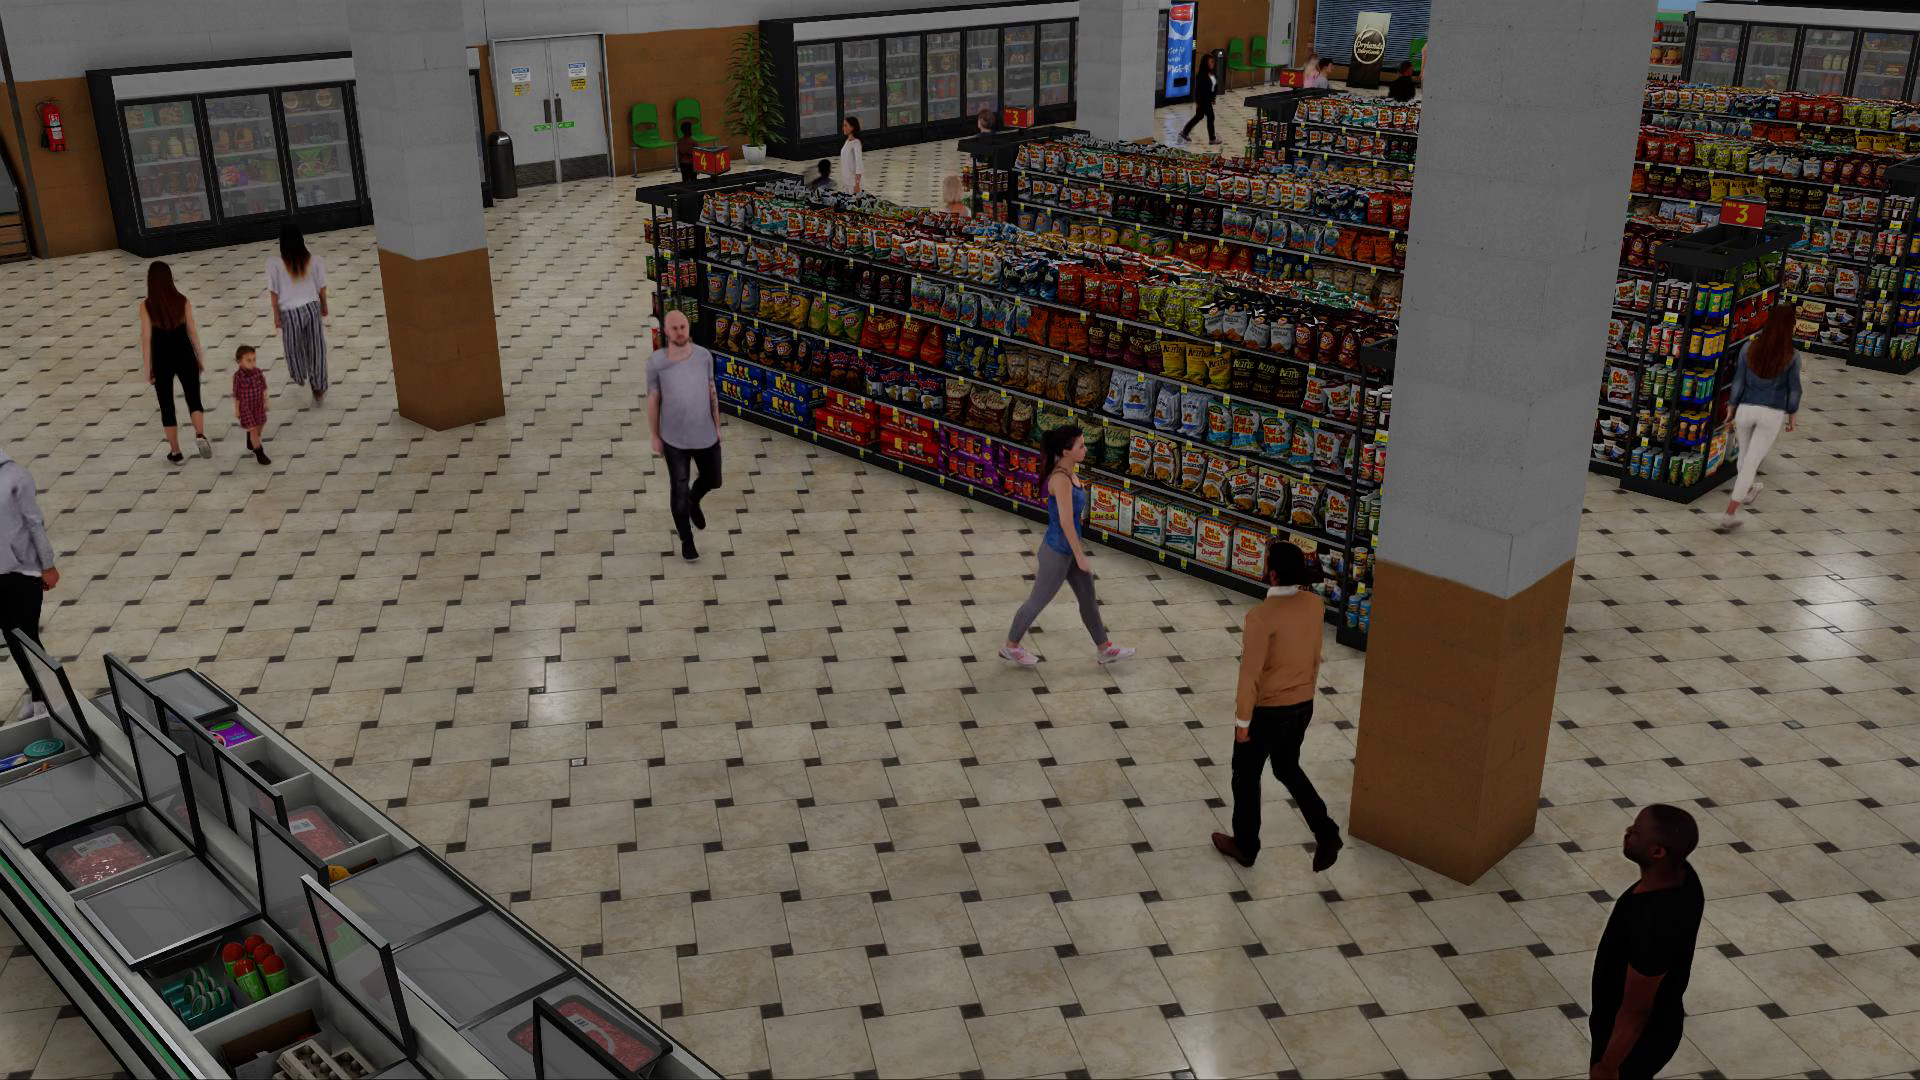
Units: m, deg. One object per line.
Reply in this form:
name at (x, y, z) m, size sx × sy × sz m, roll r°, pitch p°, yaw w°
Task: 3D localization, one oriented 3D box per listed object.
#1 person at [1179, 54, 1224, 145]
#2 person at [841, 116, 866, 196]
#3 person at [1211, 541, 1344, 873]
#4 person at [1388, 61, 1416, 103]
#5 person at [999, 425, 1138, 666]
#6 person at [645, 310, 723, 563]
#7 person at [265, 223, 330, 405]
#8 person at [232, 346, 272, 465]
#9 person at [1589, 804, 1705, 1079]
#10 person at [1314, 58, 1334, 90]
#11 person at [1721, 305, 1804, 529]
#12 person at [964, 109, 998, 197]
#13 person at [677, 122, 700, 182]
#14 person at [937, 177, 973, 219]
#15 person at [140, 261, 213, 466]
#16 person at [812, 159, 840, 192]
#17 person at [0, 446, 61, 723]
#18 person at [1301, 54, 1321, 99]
person at (4.382, -8.029, 30.372) m, size 1.181 × 1.586 × 0.930 m, roll 8°, pitch 23°, yaw 19°
person at (-1.421, -4.787, 22.168) m, size 0.727 × 1.688 × 0.585 m, roll -10°, pitch 24°, yaw -23°
person at (1.584, 0.859, 8.053) m, size 0.746 × 1.735 × 0.991 m, roll -16°, pitch 27°, yaw -34°
person at (6.943, -6.620, 26.492) m, size 1.137 × 1.866 × 1.274 m, roll -7°, pitch 23°, yaw -17°
person at (0.546, 0.083, 10.206) m, size 1.145 × 1.569 × 0.949 m, roll 4°, pitch 22°, yaw 11°
person at (-1.987, -0.778, 12.014) m, size 0.836 × 1.820 × 0.969 m, roll -10°, pitch 24°, yaw -24°
person at (-6.120, -2.072, 15.490) m, size 0.940 × 1.628 × 1.231 m, roll -10°, pitch 24°, yaw -24°
person at (-6.000, -1.159, 14.052) m, size 0.442 × 1.007 × 0.694 m, roll -18°, pitch 28°, yaw -38°
person at (2.345, 1.720, 5.798) m, size 0.666 × 1.820 × 0.725 m, roll 12°, pitch 25°, yaw 26°
person at (5.978, -7.039, 27.558) m, size 0.752 × 1.847 × 0.690 m, roll 0°, pitch 22°, yaw 0°
person at (5.970, -0.883, 12.495) m, size 0.687 × 1.656 × 1.026 m, roll -20°, pitch 29°, yaw -40°
person at (0.400, -4.579, 21.435) m, size 0.977 × 1.847 × 0.676 m, roll 20°, pitch 29°, yaw 40°
person at (-4.036, -5.564, 24.687) m, size 0.498 × 1.251 × 0.626 m, roll 10°, pitch 24°, yaw 24°
person at (-0.022, -2.913, 17.440) m, size 0.653 × 1.736 × 0.891 m, roll -15°, pitch 26°, yaw -32°
person at (-6.488, -1.438, 13.799) m, size 0.718 × 1.713 × 0.904 m, roll -16°, pitch 27°, yaw -34°
person at (-1.743, -4.253, 21.404) m, size 0.662 × 1.266 × 0.714 m, roll 6°, pitch 23°, yaw 14°
person at (-5.467, 0.141, 9.606) m, size 0.891 × 1.911 × 0.949 m, roll -2°, pitch 22°, yaw -5°
person at (6.194, -7.810, 29.722) m, size 0.971 × 1.665 × 1.091 m, roll -7°, pitch 23°, yaw -18°
